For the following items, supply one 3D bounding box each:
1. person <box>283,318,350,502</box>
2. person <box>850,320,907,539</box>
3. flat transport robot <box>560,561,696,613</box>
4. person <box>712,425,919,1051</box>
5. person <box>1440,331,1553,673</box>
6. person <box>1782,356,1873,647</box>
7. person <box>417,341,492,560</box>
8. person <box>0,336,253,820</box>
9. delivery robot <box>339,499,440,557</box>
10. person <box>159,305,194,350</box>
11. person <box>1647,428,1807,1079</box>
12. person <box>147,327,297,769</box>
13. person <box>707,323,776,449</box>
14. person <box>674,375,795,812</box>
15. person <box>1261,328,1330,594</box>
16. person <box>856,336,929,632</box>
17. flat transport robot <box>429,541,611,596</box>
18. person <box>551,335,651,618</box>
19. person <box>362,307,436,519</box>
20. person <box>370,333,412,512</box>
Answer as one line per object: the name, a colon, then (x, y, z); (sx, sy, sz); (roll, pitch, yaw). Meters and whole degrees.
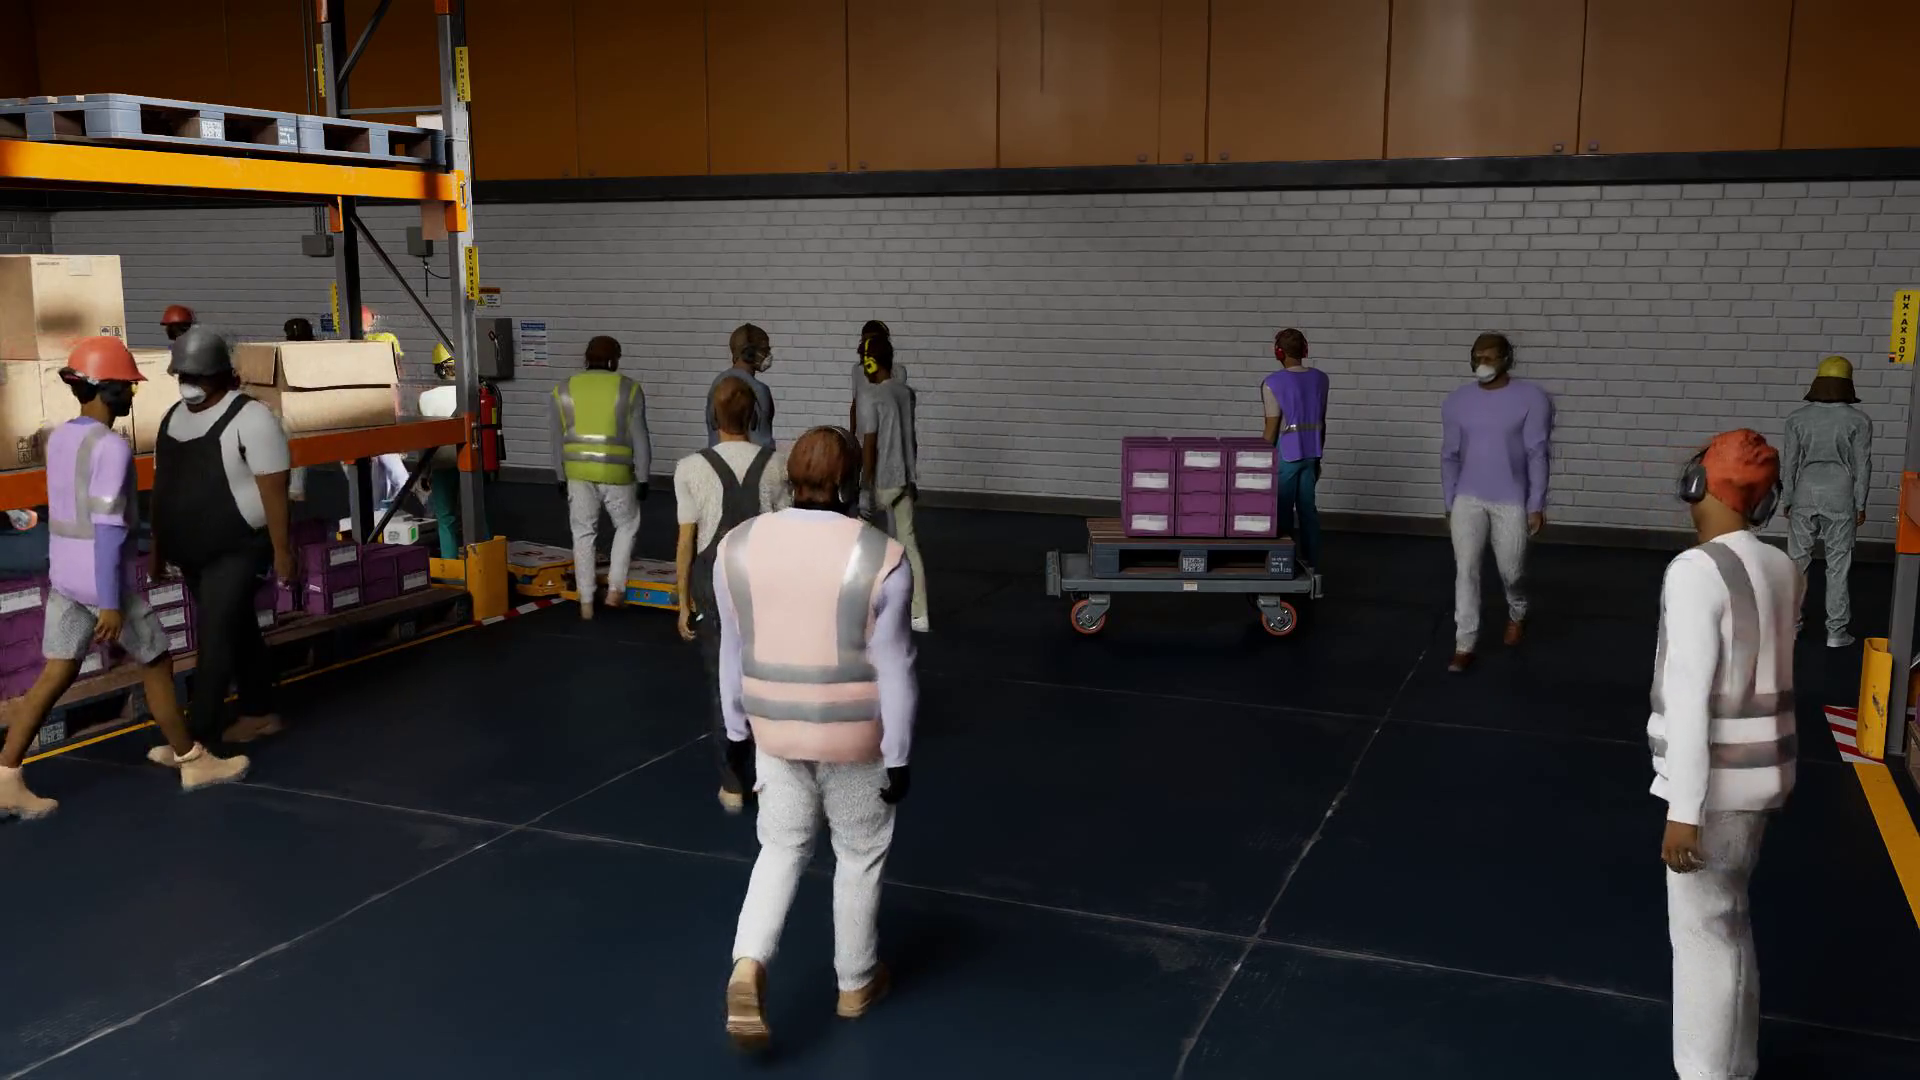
person: (-6.123, -1.228, 15.876); (0.970, 1.792, 0.632); (4, 10, 24)
person: (-0.637, -0.715, 12.497); (0.510, 1.871, 0.329); (5, 11, 28)
flat transport robot: (-1.908, 0.313, 11.096); (1.431, 0.197, 0.652); (5, 11, 29)
person: (-0.426, 0.577, 4.815); (0.637, 1.818, 0.722); (3, 10, 18)
person: (3.040, -0.233, 9.453); (0.637, 1.915, 0.809); (6, 11, 33)
person: (5.179, -0.230, 9.961); (0.484, 1.737, 0.305); (8, 12, 39)
person: (-3.493, -0.496, 11.512); (0.525, 1.759, 0.357); (-8, 13, -42)
person: (-3.602, 0.155, 6.897); (0.635, 1.991, 1.079); (7, 12, 38)
delivery robot: (-4.175, -0.053, 12.171); (0.707, 0.478, 0.477); (4, 10, 20)
person: (-7.104, -1.217, 15.404); (0.655, 1.912, 0.553); (0, 9, -1)
person: (1.910, 0.658, 4.252); (0.738, 1.863, 0.350); (-9, 13, -43)
person: (-3.495, 0.010, 7.584); (0.708, 2.000, 0.970); (4, 10, 25)
person: (-1.258, -0.292, 9.722); (0.355, 1.936, 0.633); (-6, 11, -33)
person: (-0.900, 0.247, 6.800); (0.505, 1.832, 0.500); (-3, 10, -16)
person: (2.303, -0.537, 11.507); (0.563, 1.837, 0.388); (-6, 11, -30)
person: (-0.438, -0.325, 10.269); (0.455, 1.838, 0.642); (7, 12, 36)
flat transport robot: (-3.141, 0.184, 11.876); (1.431, 0.197, 0.652); (8, 12, 40)
person: (-2.323, -0.411, 10.795); (0.667, 1.816, 0.469); (1, 9, 3)
person: (-4.788, -0.993, 13.937); (0.735, 1.948, 0.695); (-2, 10, -13)
person: (-4.462, -0.743, 13.046); (0.521, 1.750, 0.526); (-2, 10, -13)
